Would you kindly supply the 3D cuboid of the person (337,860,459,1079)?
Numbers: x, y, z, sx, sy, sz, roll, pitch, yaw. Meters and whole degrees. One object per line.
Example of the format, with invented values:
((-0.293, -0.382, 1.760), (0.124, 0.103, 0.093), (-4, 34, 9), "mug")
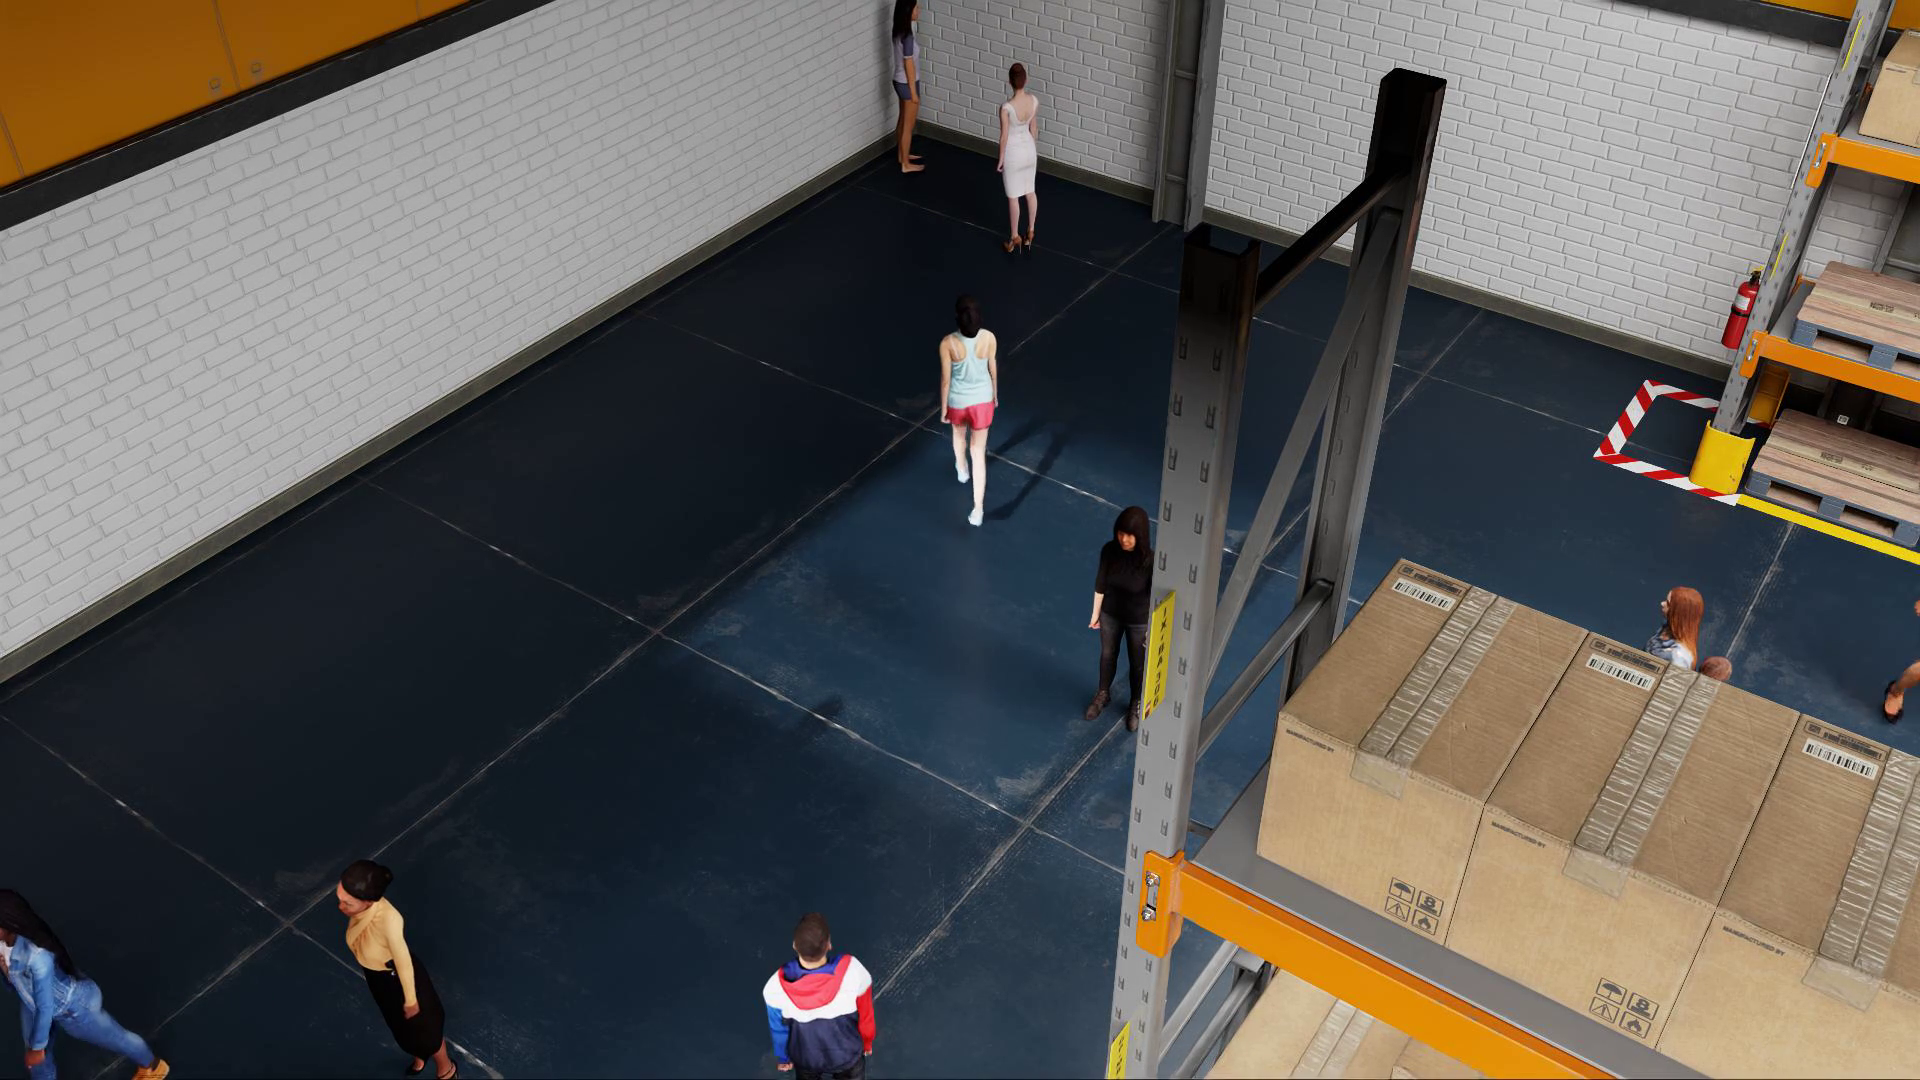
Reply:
((-2.715, 2.130, 8.044), (0.476, 1.651, 0.620), (26, 45, 29), "person")

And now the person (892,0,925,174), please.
((-0.524, -4.450, 16.218), (0.717, 1.732, 0.641), (-10, 40, -12), "person")

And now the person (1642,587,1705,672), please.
((3.961, 0.943, 9.490), (0.643, 1.702, 0.679), (9, 39, 11), "person")

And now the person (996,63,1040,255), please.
((0.529, -3.398, 14.849), (0.628, 1.798, 0.609), (-21, 43, -25), "person")

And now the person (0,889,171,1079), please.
((-4.182, 2.180, 7.954), (0.929, 1.685, 0.676), (26, 45, 29), "person")

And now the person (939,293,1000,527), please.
((0.087, -0.905, 11.786), (1.181, 1.724, 1.163), (-3, 39, -3), "person")

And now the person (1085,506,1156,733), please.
((1.016, 0.457, 10.146), (0.500, 1.642, 0.669), (15, 41, 18), "person")

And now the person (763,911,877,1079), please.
((-0.616, 2.380, 7.657), (1.052, 1.744, 1.081), (-3, 39, -4), "person")
